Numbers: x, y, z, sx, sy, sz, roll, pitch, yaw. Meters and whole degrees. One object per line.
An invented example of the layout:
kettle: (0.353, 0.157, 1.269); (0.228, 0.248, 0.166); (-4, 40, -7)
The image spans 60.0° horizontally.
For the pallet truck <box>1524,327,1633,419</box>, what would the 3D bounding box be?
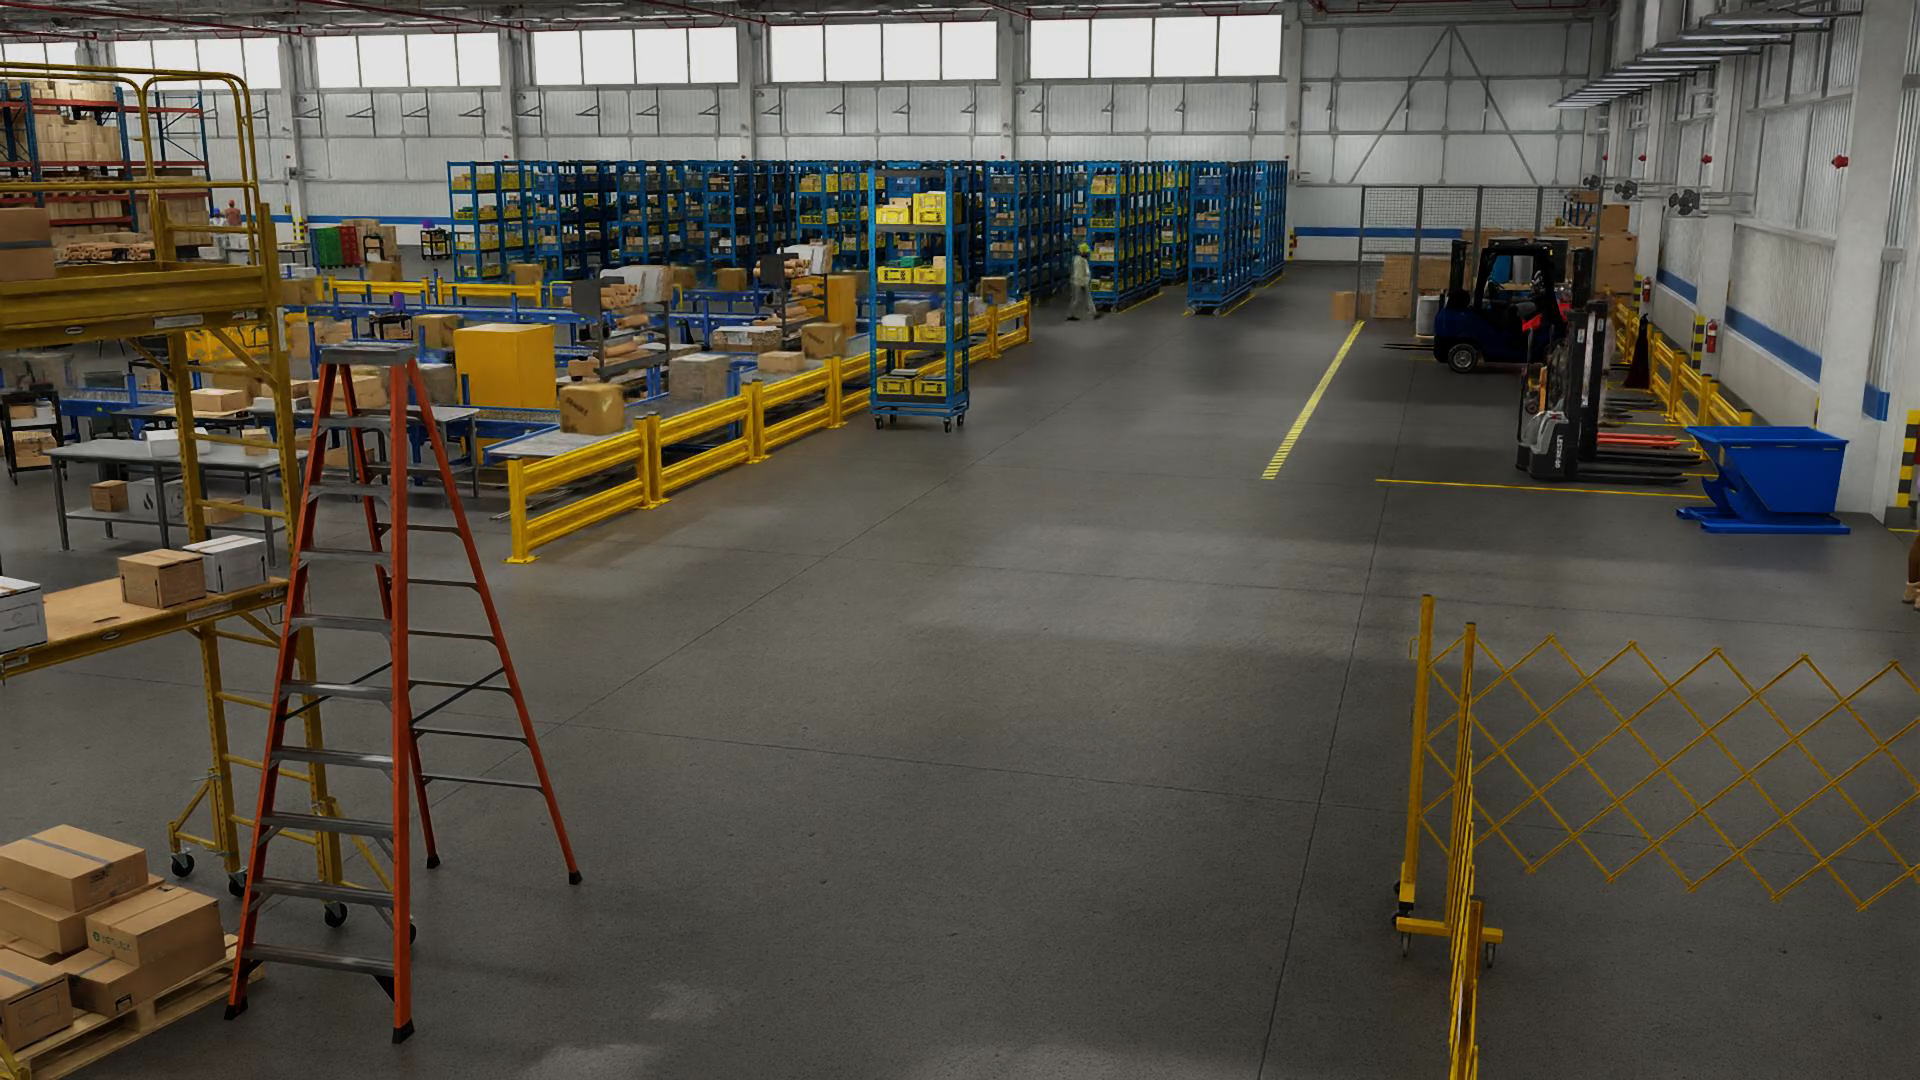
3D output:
pallet truck: (9.065, -2.460, 24.370); (1.522, 1.261, 0.704); (3, 13, 14)

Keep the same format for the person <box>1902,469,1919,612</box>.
person: (8.192, -0.409, 13.864); (0.377, 2.045, 0.605); (3, 13, 14)

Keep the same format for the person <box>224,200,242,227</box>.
person: (-29.372, -12.743, 67.249); (0.613, 1.995, 0.391); (-5, 14, -22)

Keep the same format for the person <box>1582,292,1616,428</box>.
person: (8.957, -2.521, 23.349); (0.441, 1.925, 0.657); (0, 13, 1)

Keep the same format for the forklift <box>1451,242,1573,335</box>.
forklift: (10.464, -4.597, 31.405); (2.680, 1.987, 1.157); (4, 14, 16)

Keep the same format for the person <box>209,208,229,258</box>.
person: (-26.022, -10.679, 58.434); (0.616, 1.945, 0.398); (-5, 14, -22)

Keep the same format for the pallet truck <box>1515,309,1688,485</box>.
pallet truck: (7.554, -1.677, 19.446); (1.885, 1.965, 0.823); (3, 13, 14)

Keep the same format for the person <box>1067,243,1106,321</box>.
person: (2.868, -5.901, 38.151); (0.927, 1.780, 0.624); (5, 14, 21)

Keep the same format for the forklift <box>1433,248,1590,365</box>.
forklift: (9.780, -4.111, 29.280); (2.680, 1.987, 1.157); (3, 13, 14)

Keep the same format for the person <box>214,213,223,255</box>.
person: (-28.405, -11.752, 63.552); (0.853, 1.720, 0.551); (4, 14, 18)

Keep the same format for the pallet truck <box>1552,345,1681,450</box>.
pallet truck: (8.641, -1.896, 21.908); (1.630, 1.274, 0.653); (4, 14, 16)

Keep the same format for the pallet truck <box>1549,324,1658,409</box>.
pallet truck: (9.824, -2.669, 25.407); (1.601, 1.201, 0.680); (4, 14, 16)

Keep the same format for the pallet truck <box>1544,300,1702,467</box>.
pallet truck: (8.263, -1.952, 20.631); (1.885, 1.965, 0.823); (5, 14, 20)
